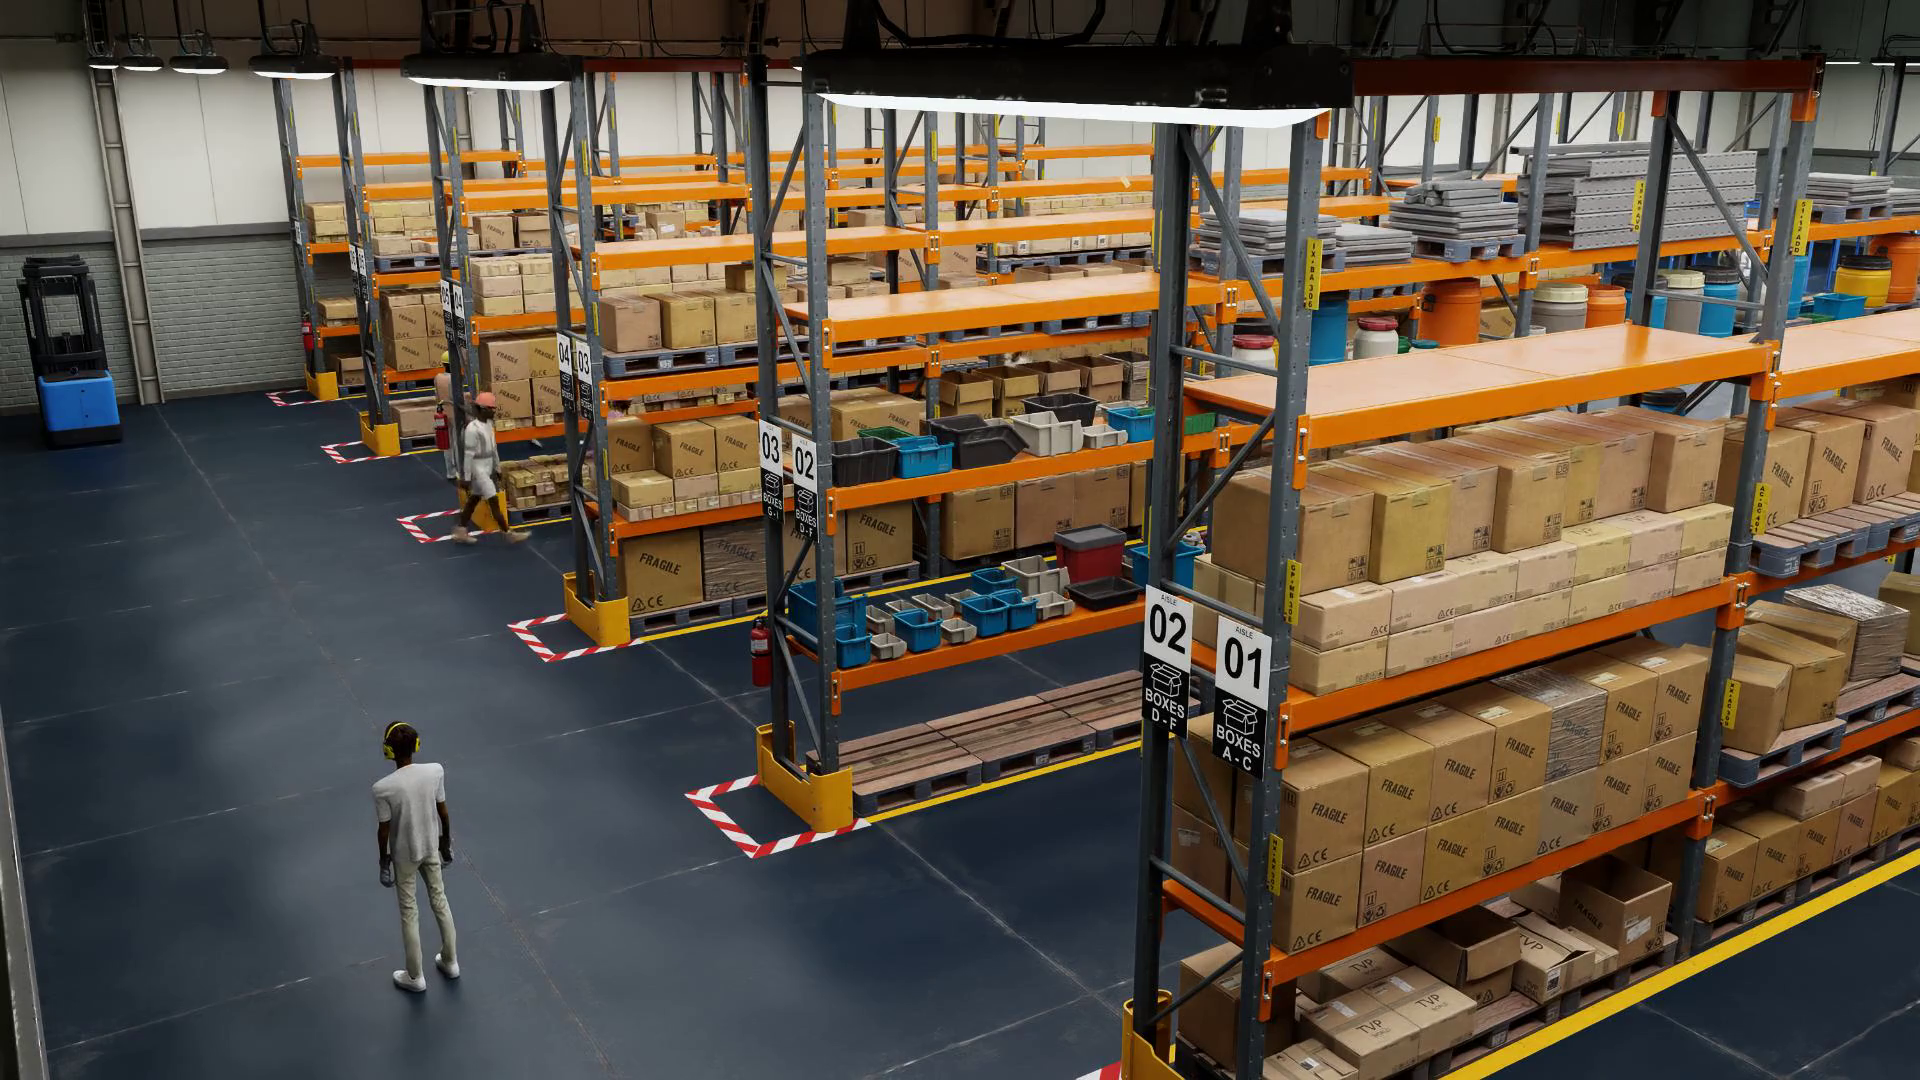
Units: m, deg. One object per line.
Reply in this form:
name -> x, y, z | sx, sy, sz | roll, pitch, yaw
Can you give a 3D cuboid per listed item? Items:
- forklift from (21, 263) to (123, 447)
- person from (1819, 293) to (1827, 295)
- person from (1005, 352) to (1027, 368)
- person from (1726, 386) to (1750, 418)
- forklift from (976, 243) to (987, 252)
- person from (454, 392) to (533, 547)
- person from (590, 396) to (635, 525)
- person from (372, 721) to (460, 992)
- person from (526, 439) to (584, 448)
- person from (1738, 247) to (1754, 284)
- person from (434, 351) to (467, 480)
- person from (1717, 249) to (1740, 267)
forklift -> -14.518, -3.079, 25.708 | 1.129, 2.768, 1.873 | -10, 20, -31
person -> 16.010, -3.738, 29.585 | 0.621, 1.818, 0.459 | 4, 17, 12
person -> 0.769, -2.063, 23.929 | 0.815, 1.907, 0.639 | -11, 20, -32
person -> 13.165, -2.693, 26.169 | 0.973, 1.827, 0.534 | 0, 17, 1
forklift -> 0.988, -5.474, 34.718 | 1.214, 2.155, 2.313 | -10, 20, -31
person -> -6.002, -0.881, 19.978 | 1.068, 1.971, 0.628 | 1, 17, 4
person -> -4.485, -1.104, 20.843 | 0.982, 1.892, 0.560 | -8, 19, -25
person -> -3.606, 2.079, 10.455 | 0.317, 1.857, 0.508 | 16, 23, 42
person -> -6.489, -2.383, 25.060 | 0.927, 1.875, 0.652 | -10, 20, -30
person -> 18.909, -6.295, 37.763 | 0.547, 1.942, 0.345 | 3, 17, 9
person -> -7.404, -1.816, 23.101 | 0.585, 1.929, 0.371 | 12, 20, 33
person -> 19.947, -7.173, 40.914 | 0.518, 1.794, 1.004 | -1, 17, -4
